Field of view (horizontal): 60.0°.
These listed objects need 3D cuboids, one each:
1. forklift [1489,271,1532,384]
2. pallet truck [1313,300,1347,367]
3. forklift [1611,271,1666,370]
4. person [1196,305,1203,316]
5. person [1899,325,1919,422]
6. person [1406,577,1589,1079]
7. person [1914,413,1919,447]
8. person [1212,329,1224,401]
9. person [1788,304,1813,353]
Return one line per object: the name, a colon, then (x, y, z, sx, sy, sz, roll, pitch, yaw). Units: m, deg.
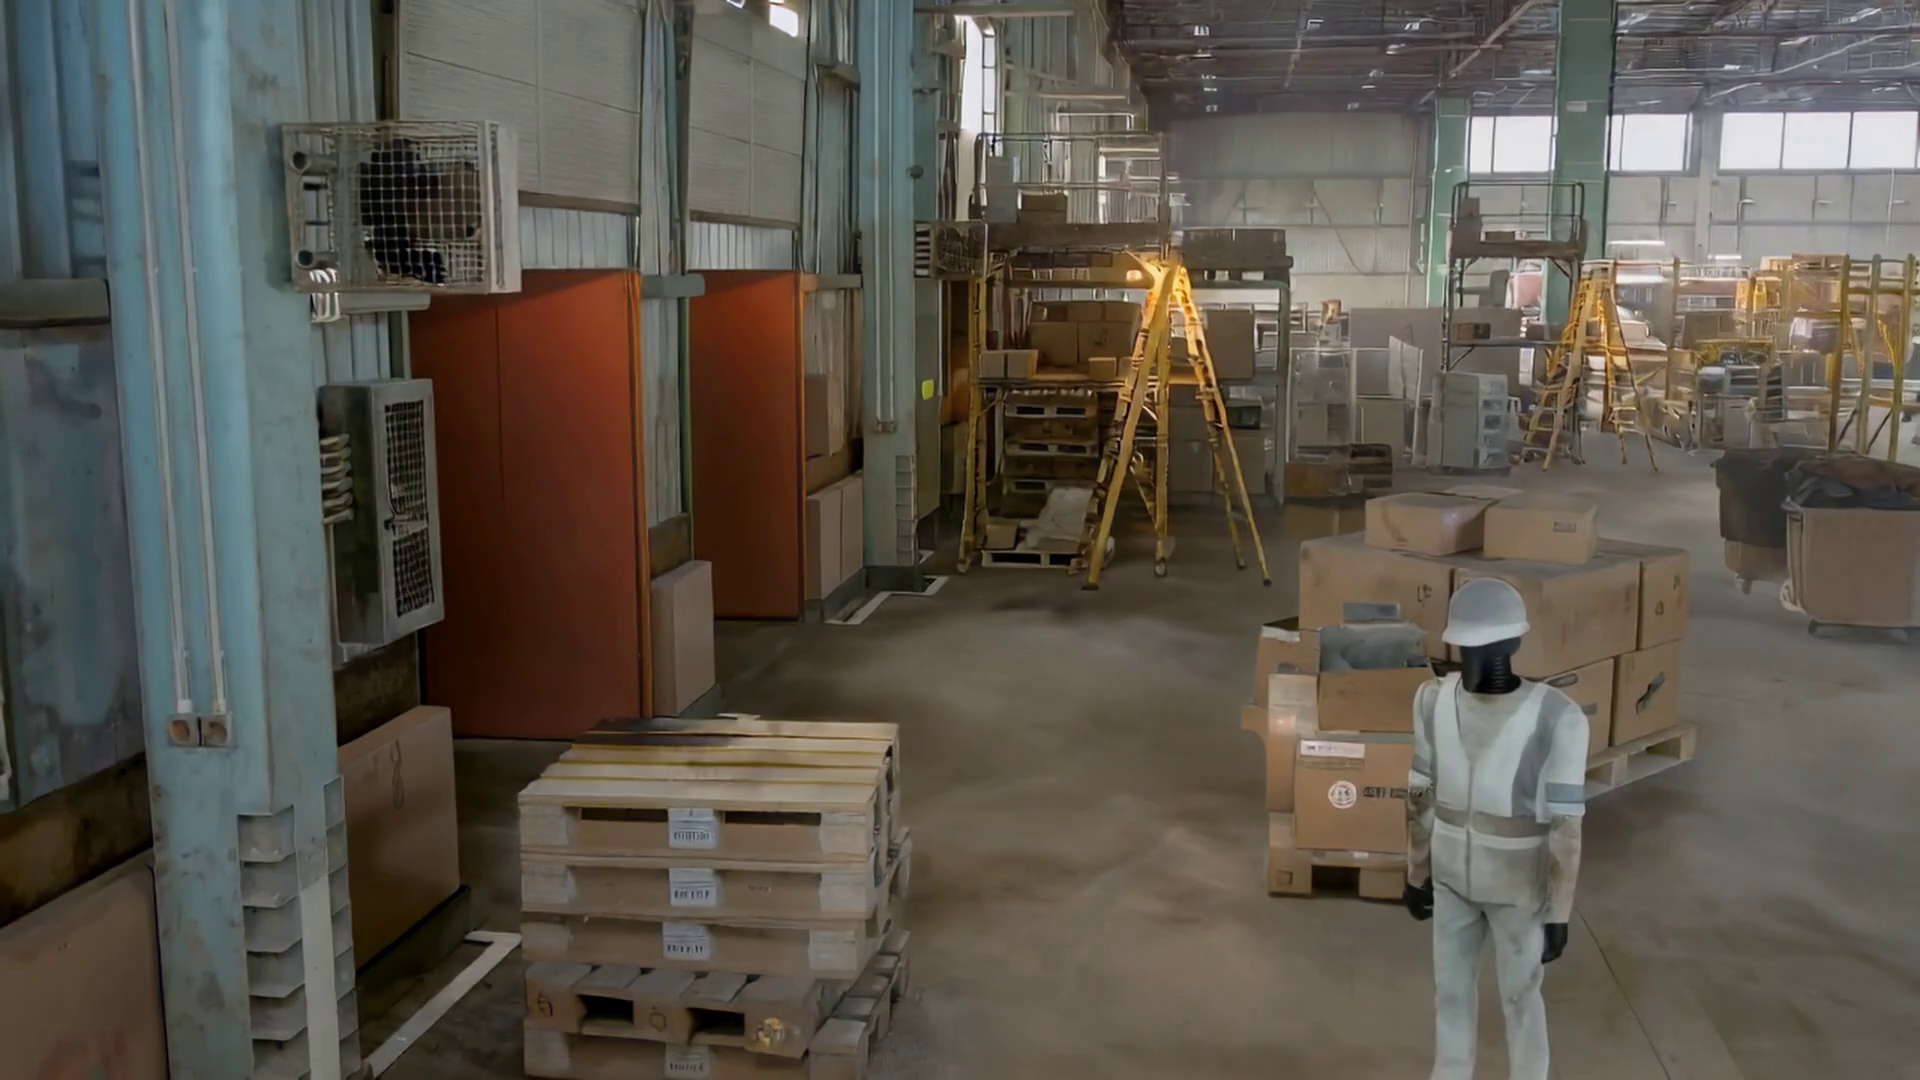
forklift: (13.422, -5.322, 41.591, 1.873, 2.768, 1.129, 1, 9, 9)
pallet truck: (11.159, -6.200, 49.718, 0.823, 1.965, 1.885, 4, 10, 26)
forklift: (19.336, -6.183, 46.898, 1.873, 2.768, 1.129, -3, 10, -19)
person: (6.350, -5.337, 44.621, 0.544, 1.929, 0.386, -6, 11, -32)
person: (17.886, -3.115, 31.198, 0.545, 1.828, 0.422, 3, 10, 16)
person: (1.638, 1.059, 5.201, 0.398, 1.918, 0.587, -9, 13, -44)
person: (15.675, -2.345, 26.759, 0.485, 1.738, 0.322, -4, 10, -25)
person: (5.464, -3.624, 34.961, 0.314, 1.634, 0.516, -3, 10, -19)
person: (22.842, -5.429, 45.193, 0.570, 1.926, 0.549, 2, 9, 10)
